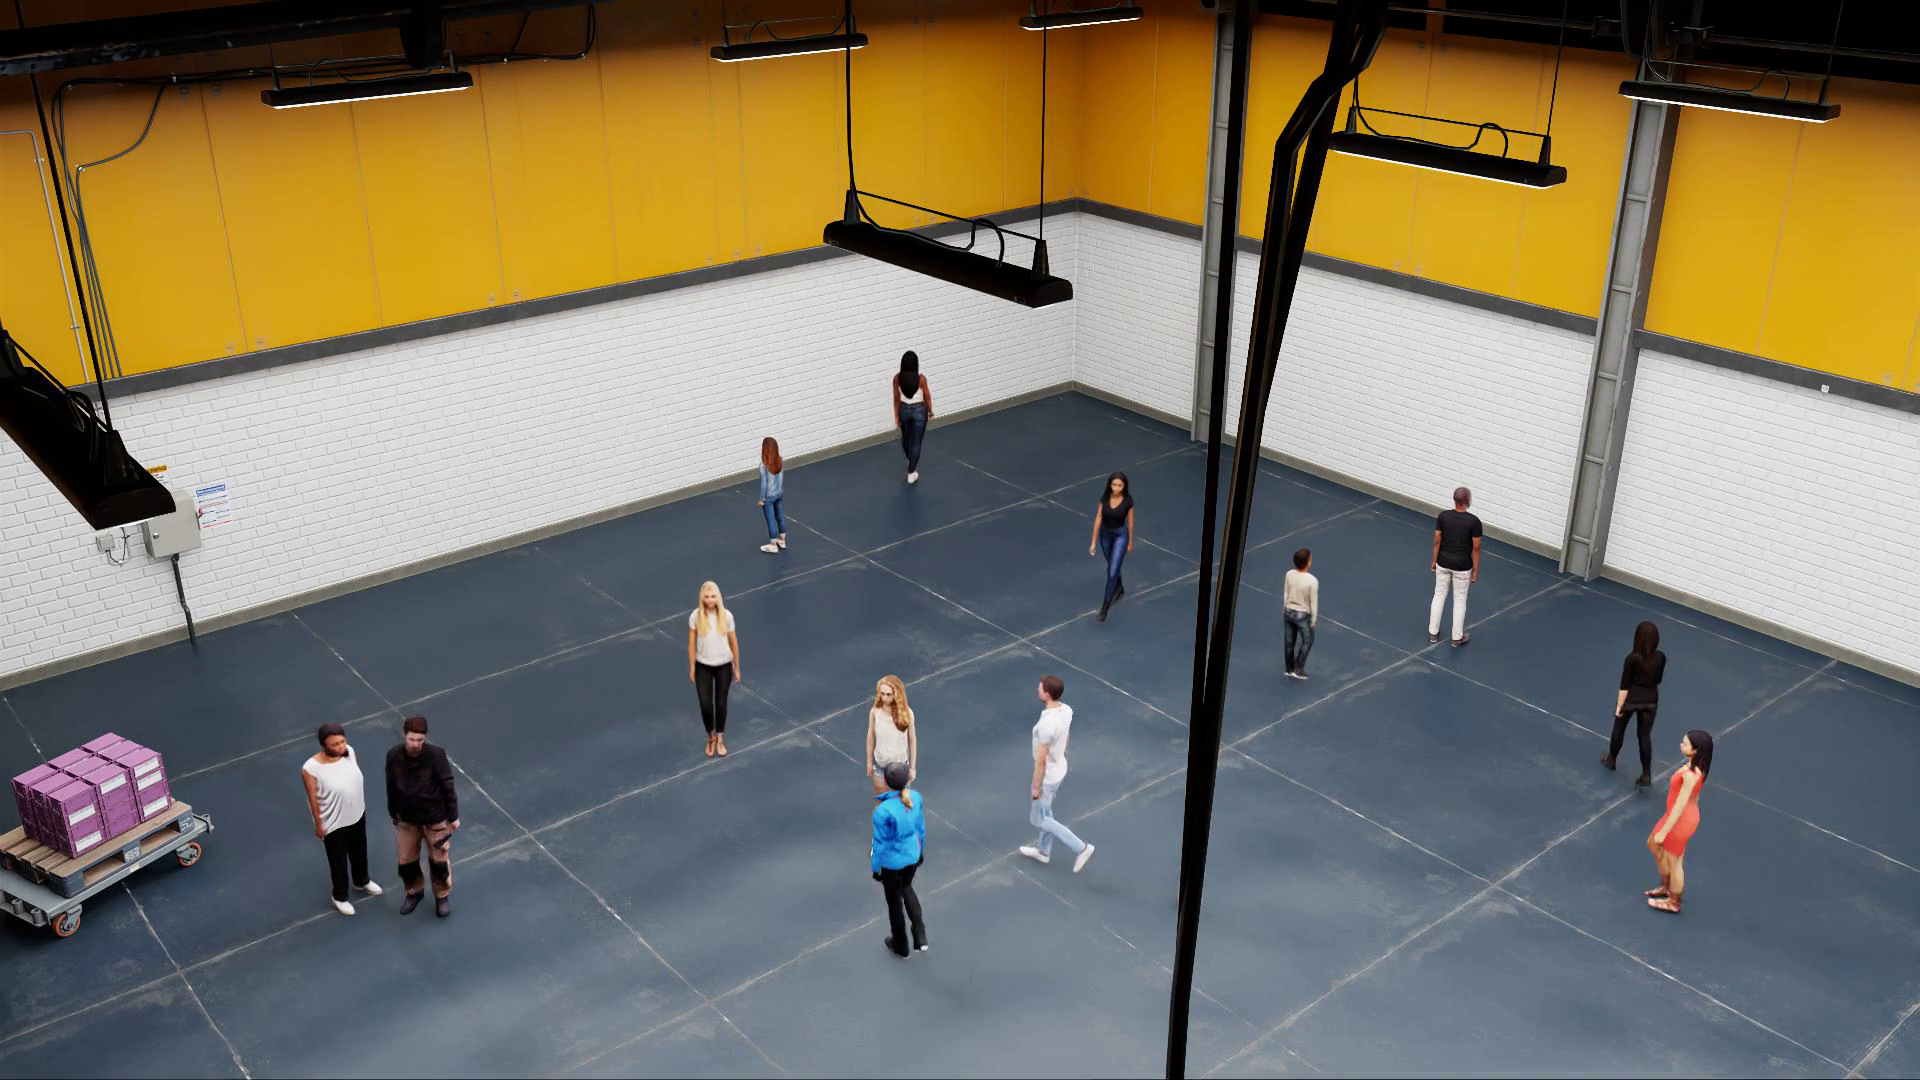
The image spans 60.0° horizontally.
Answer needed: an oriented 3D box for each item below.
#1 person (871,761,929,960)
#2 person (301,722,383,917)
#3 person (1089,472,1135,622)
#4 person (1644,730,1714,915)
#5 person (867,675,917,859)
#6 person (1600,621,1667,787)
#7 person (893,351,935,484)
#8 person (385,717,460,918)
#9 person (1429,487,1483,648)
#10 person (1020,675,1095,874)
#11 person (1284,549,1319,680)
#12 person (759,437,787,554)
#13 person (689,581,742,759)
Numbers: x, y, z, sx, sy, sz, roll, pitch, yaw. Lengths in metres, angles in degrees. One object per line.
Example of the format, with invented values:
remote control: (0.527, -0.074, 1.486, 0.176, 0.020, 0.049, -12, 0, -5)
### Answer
person: (-0.415, 2.534, 12.889, 0.634, 1.790, 0.720, -16, 28, -33)
person: (-5.073, 2.246, 13.673, 0.733, 1.688, 0.743, 12, 26, 26)
person: (1.759, 0.009, 18.808, 1.200, 1.674, 1.005, 11, 26, 23)
person: (5.922, 2.318, 13.486, 0.709, 1.707, 0.686, 10, 26, 22)
person: (-0.582, 1.939, 14.287, 0.638, 1.759, 0.714, 4, 24, 8)
person: (6.320, 1.535, 15.381, 0.919, 1.623, 1.009, 0, 24, 0)
person: (-0.649, -1.638, 22.455, 1.086, 1.772, 1.039, 7, 25, 16)
person: (-4.342, 2.230, 13.462, 0.870, 1.887, 0.901, 3, 24, 8)
person: (5.354, 0.279, 18.029, 0.639, 1.803, 0.798, 14, 27, 28)
person: (0.830, 2.012, 14.030, 1.078, 1.831, 0.912, 10, 26, 22)
person: (3.484, 0.794, 17.284, 0.608, 1.457, 0.700, 16, 28, 32)
person: (-2.295, -0.564, 20.366, 0.571, 1.477, 0.607, 16, 28, 32)
person: (-2.369, 1.193, 15.919, 0.725, 1.819, 0.730, -6, 24, -13)
